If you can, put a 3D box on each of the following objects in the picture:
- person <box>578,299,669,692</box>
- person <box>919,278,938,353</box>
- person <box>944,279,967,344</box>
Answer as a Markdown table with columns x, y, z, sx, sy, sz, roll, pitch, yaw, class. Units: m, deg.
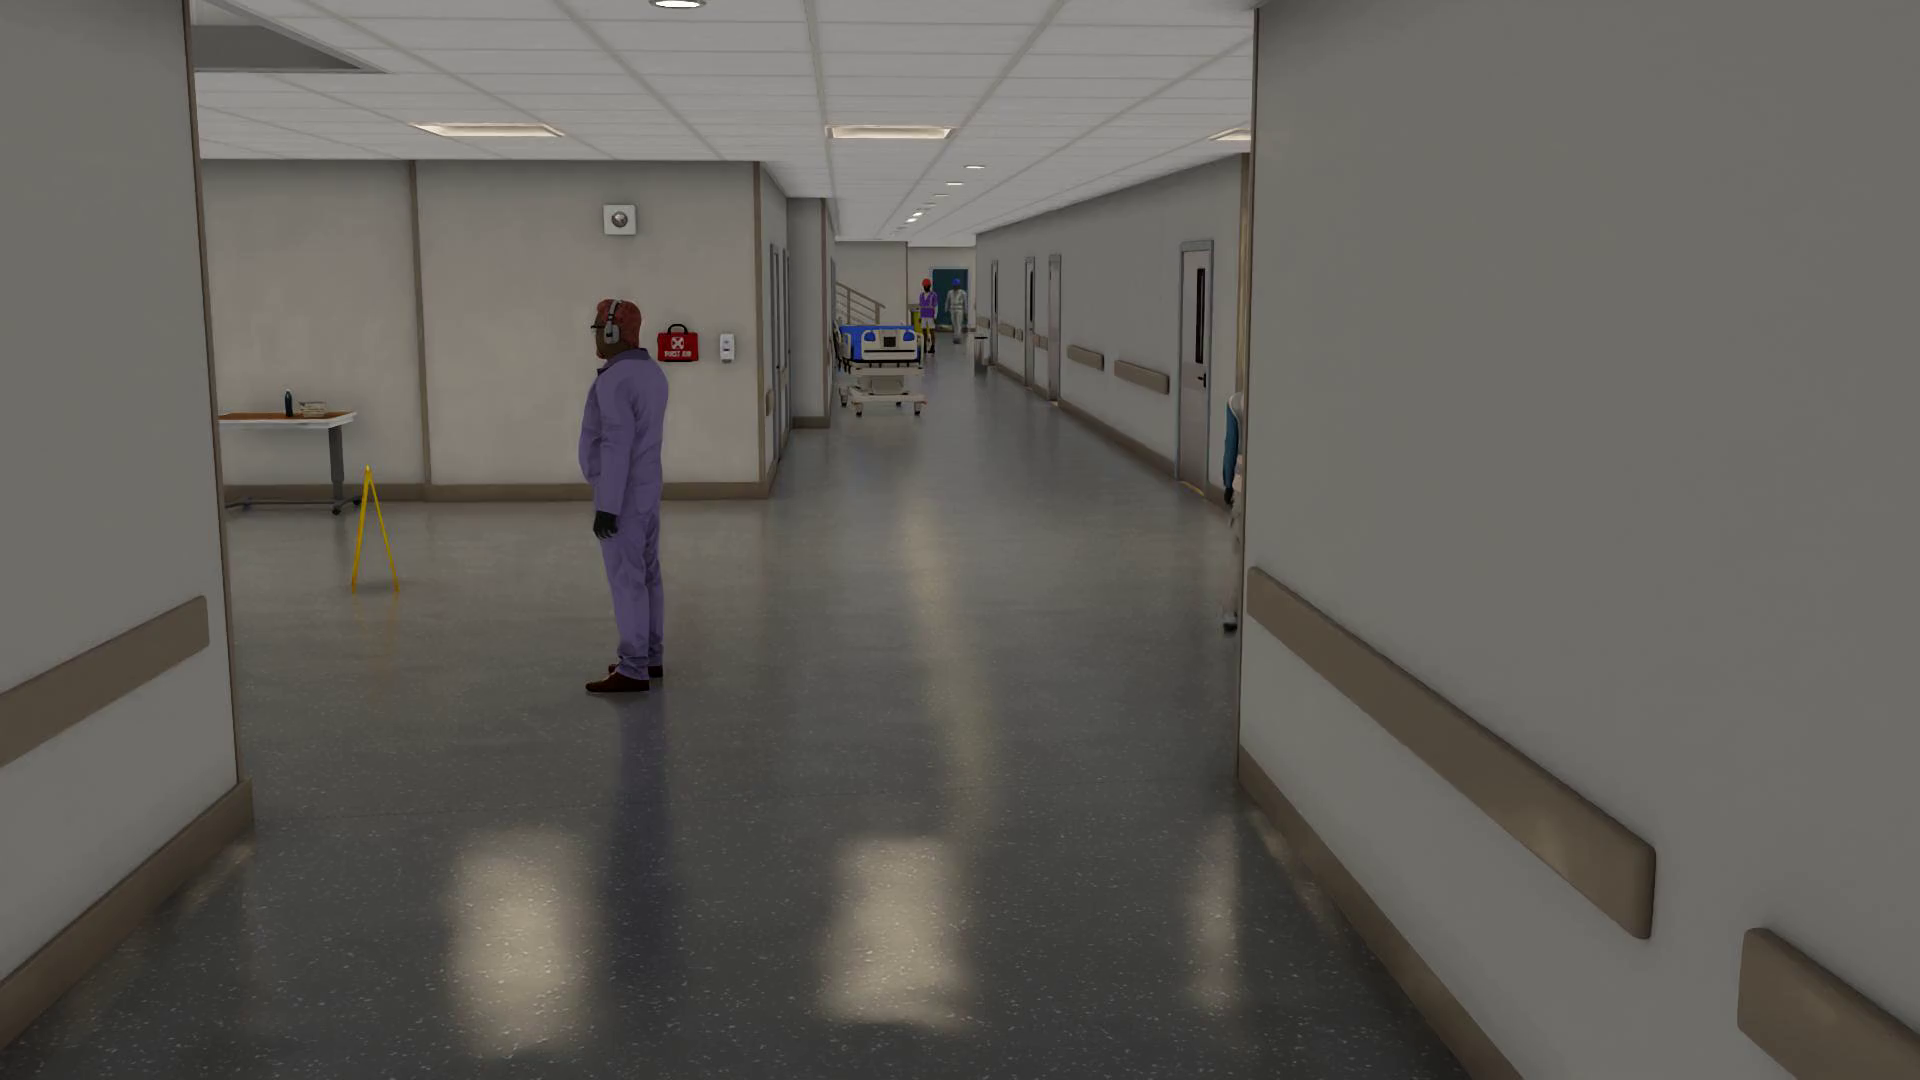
| x | y | z | sx | sy | sz | roll | pitch | yaw | class |
| --- | --- | --- | --- | --- | --- | --- | --- | --- | --- |
| -1.651 | -0.216 | 8.133 | 0.409 | 1.907 | 0.650 | 1 | 9 | 6 | person |
| -0.851 | -5.832 | 43.294 | 0.551 | 1.934 | 0.373 | 6 | 11 | 32 | person |
| -0.154 | -6.717 | 48.968 | 0.634 | 1.901 | 0.963 | 4 | 10 | 25 | person |
